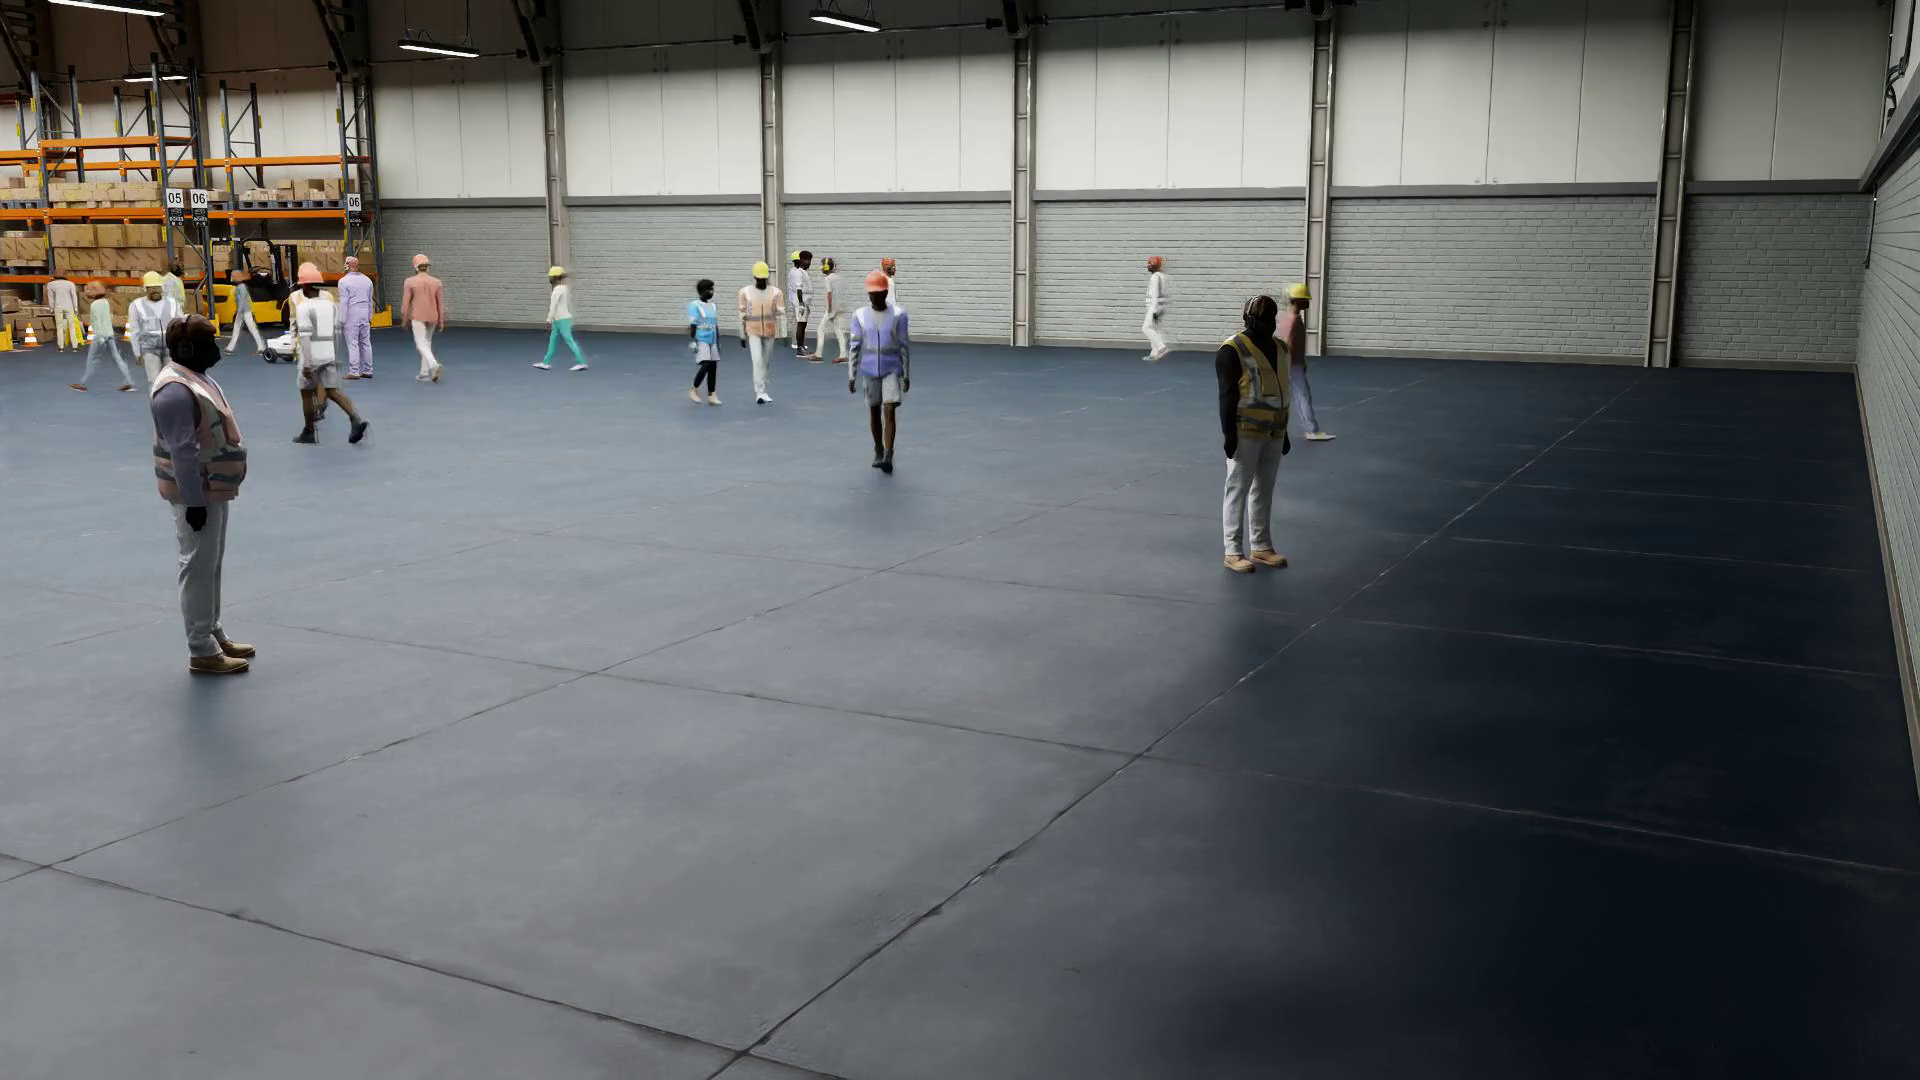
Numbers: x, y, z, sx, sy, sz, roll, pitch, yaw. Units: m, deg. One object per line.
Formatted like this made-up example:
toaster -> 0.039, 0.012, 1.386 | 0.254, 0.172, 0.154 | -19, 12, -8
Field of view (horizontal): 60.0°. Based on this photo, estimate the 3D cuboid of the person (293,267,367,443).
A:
person -> -6.813, -1.959, 17.819 | 0.879, 1.908, 0.554 | 4, 11, 23

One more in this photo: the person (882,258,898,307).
person -> -1.157, -3.528, 26.408 | 0.337, 1.882, 0.584 | -5, 11, -25

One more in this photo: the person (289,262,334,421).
person -> -7.873, -2.431, 20.322 | 0.560, 1.922, 0.643 | 0, 10, -1

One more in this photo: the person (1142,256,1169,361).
person -> 3.477, -4.131, 29.734 | 0.426, 1.867, 0.580 | 4, 11, 19

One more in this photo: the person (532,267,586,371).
person -> -6.663, -3.661, 27.584 | 0.910, 1.717, 0.540 | -1, 10, -5

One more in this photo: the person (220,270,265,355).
person -> -13.452, -4.237, 31.060 | 0.842, 1.585, 0.510 | -7, 13, -34

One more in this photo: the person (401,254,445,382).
person -> -8.153, -3.377, 25.394 | 0.659, 1.954, 0.906 | -9, 14, -42

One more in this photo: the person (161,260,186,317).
person -> -14.425, -4.228, 30.549 | 0.809, 1.788, 0.649 | -2, 11, -9

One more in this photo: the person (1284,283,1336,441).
person -> 3.654, -1.946, 18.229 | 0.902, 1.718, 0.538 | 2, 11, 12

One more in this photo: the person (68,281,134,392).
person -> -12.344, -2.912, 23.865 | 0.867, 1.587, 0.504 | 0, 10, -1

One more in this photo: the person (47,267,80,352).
person -> -17.284, -4.441, 32.075 | 0.497, 1.633, 0.284 | -4, 11, -20

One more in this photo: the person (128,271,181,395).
person -> -9.489, -2.264, 19.688 | 0.592, 1.822, 0.471 | -8, 13, -37

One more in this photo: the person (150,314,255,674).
person -> -3.898, -0.237, 8.582 | 0.429, 1.844, 0.625 | -3, 11, -15

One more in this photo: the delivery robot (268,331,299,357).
delivery robot -> -11.794, -3.423, 29.210 | 0.707, 0.478, 0.477 | 4, 11, 21

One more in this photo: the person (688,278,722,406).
person -> -3.345, -2.599, 21.901 | 0.372, 1.673, 0.558 | 6, 12, 29

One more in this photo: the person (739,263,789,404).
person -> -2.603, -2.737, 22.118 | 0.618, 1.866, 0.968 | -3, 11, -15

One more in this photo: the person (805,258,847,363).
person -> -2.346, -4.026, 29.245 | 0.845, 1.835, 0.525 | 4, 11, 22

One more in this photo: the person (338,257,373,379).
person -> -9.463, -3.462, 25.989 | 0.409, 1.907, 0.648 | 5, 12, 25

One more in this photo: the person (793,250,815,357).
person -> -2.885, -4.361, 30.749 | 0.380, 1.959, 0.603 | 1, 10, 4

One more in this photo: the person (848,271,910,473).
person -> -0.777, -1.585, 15.786 | 0.570, 1.887, 0.964 | 1, 10, 5

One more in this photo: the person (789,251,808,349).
person -> -3.216, -4.753, 32.965 | 0.355, 1.930, 0.587 | -1, 10, -7

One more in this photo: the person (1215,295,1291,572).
person -> 2.003, -0.717, 11.199 | 0.626, 1.844, 0.429 | -8, 13, -38
